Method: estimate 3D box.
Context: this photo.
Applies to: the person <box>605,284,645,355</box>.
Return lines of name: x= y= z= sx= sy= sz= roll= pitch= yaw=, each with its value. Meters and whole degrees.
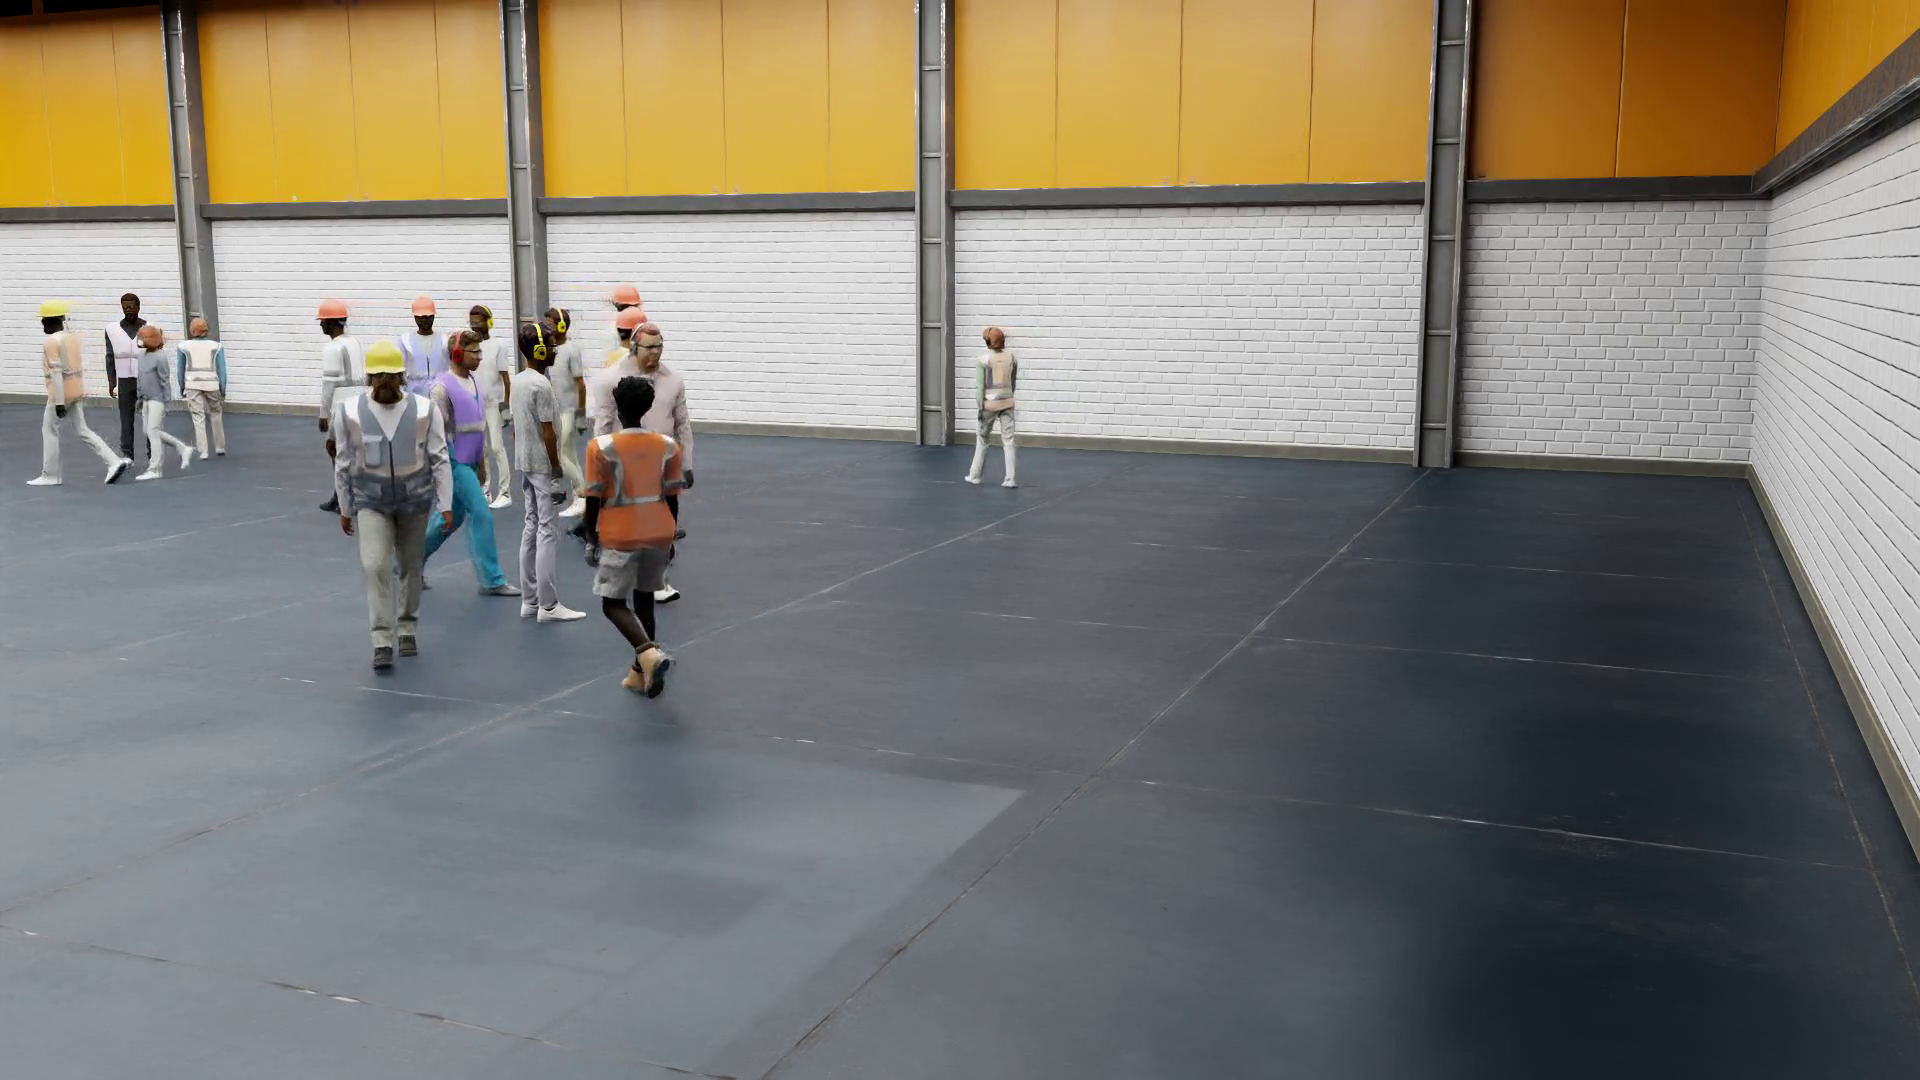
person: x=-3.390 y=-1.566 z=16.857 sx=0.578 sy=2.030 sz=0.638 roll=2 pitch=10 yaw=13

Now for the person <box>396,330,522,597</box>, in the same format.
person: x=-3.417 y=-0.515 z=11.209 sx=0.925 sy=1.806 sz=0.571 roll=1 pitch=9 yaw=5

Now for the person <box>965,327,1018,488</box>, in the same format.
person: x=0.342 y=-1.334 z=16.745 sx=0.521 sy=1.622 sz=0.579 roll=-5 pitch=11 yaw=-27

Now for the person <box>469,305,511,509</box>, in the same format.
person: x=-4.347 y=-1.219 z=15.269 sx=0.538 sy=1.864 sz=0.345 roll=4 pitch=10 yaw=22

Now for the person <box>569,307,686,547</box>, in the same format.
person: x=-2.678 y=-0.890 z=13.169 sx=0.947 sy=1.907 sz=0.562 roll=-5 pitch=11 yaw=-29

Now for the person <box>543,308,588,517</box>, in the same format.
person: x=-3.461 y=-1.107 z=14.626 sx=0.436 sy=1.858 sz=0.502 roll=-6 pitch=11 yaw=-31

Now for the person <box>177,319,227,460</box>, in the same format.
person: x=-8.738 y=-1.739 z=19.200 sx=0.517 sy=1.608 sz=0.751 roll=-4 pitch=10 yaw=-23

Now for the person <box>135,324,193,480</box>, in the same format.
person: x=-8.386 y=-1.454 z=17.416 sx=0.508 sy=1.616 sz=0.611 roll=7 pitch=12 yaw=38

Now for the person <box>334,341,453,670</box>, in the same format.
person: x=-3.124 y=-0.191 z=9.211 sx=0.617 sy=1.796 sz=0.824 roll=-4 pitch=10 yaw=-20

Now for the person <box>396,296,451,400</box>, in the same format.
person: x=-5.010 y=-1.324 z=15.676 sx=0.545 sy=1.938 sz=0.358 roll=-4 pitch=10 yaw=-24

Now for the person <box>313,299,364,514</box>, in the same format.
person: x=-5.595 y=-1.173 z=14.801 sx=0.649 sy=1.919 sz=0.570 roll=0 pitch=9 yaw=1

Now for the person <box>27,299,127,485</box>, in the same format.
person: x=-8.979 y=-1.482 z=16.788 sx=0.898 sy=1.895 sz=0.594 roll=0 pitch=9 yaw=-2

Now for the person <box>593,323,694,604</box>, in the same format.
person: x=-2.100 y=-0.521 z=11.111 sx=0.651 sy=1.845 sz=1.039 roll=-8 pitch=12 yaw=-39

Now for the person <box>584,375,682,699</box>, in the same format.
person: x=-1.600 y=0.013 z=8.413 sx=0.533 sy=1.677 sz=0.623 roll=-7 pitch=12 yaw=-38

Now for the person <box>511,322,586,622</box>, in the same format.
person: x=-2.606 y=-0.415 z=10.404 sx=0.328 sy=1.862 sz=0.513 roll=-7 pitch=12 yaw=-38

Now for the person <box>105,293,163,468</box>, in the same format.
person: x=-9.083 y=-1.755 z=18.347 sx=0.589 sy=1.920 sz=0.392 roll=-3 pitch=10 yaw=-20
